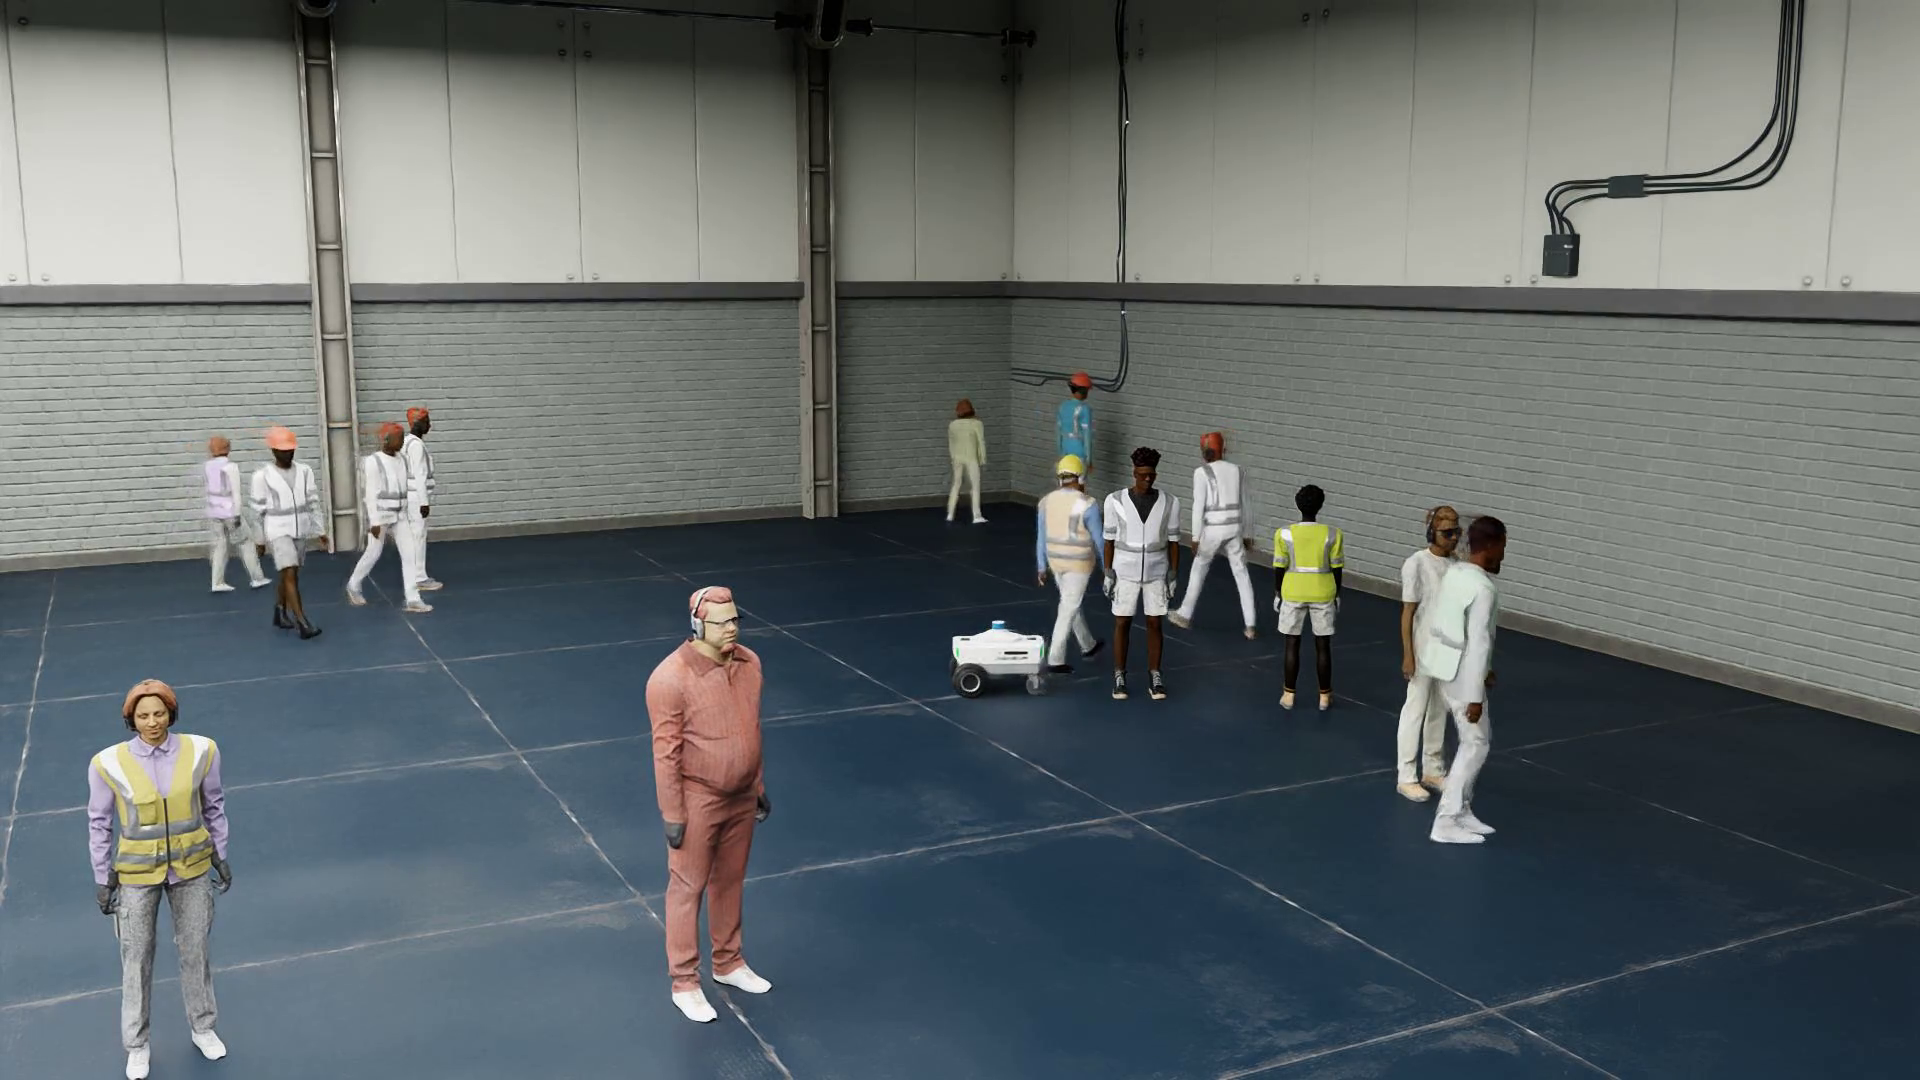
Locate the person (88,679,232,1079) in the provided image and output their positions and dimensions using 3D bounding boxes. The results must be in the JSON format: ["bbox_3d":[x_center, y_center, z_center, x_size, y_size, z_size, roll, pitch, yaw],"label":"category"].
[{"bbox_3d":[-3.266,1.370,6.820,0.523,1.639,0.309,-7,11,-36],"label":"person"}]

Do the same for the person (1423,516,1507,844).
[{"bbox_3d":[2.941,0.805,9.605,0.515,1.881,0.627,0,9,0],"label":"person"}]

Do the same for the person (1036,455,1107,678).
[{"bbox_3d":[0.979,0.198,13.614,0.910,1.773,0.612,-8,12,-42],"label":"person"}]

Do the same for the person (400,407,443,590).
[{"bbox_3d":[-5.579,-0.425,17.132,0.346,1.881,0.578,-5,10,-28],"label":"person"}]

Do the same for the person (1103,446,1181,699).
[{"bbox_3d":[1.391,0.252,12.742,0.603,1.958,0.375,0,9,0],"label":"person"}]

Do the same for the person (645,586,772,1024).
[{"bbox_3d":[-1.074,1.144,7.388,0.401,1.910,0.641,7,12,37],"label":"person"}]

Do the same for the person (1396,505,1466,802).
[{"bbox_3d":[2.951,0.695,10.346,0.515,1.844,0.329,-6,11,-31],"label":"person"}]

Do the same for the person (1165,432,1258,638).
[{"bbox_3d":[2.321,-0.060,15.032,0.680,1.815,0.998,-5,11,-29],"label":"person"}]

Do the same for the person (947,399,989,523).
[{"bbox_3d":[0.088,-1.013,21.605,0.565,1.623,0.380,5,10,27],"label":"person"}]

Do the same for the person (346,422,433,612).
[{"bbox_3d":[-5.578,-0.227,16.062,0.972,1.845,0.594,5,10,26],"label":"person"}]

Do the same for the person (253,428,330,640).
[{"bbox_3d":[-6.030,-0.070,14.969,1.011,1.886,0.551,7,12,37],"label":"person"}]

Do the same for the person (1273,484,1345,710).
[{"bbox_3d":[2.599,0.431,12.428,0.530,1.697,0.321,1,9,8],"label":"person"}]

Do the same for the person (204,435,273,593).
[{"bbox_3d":[-7.403,-0.273,17.006,0.536,1.603,0.678,5,11,30],"label":"person"}]

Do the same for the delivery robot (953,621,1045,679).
[{"bbox_3d":[0.301,0.871,12.937,0.707,0.478,0.477,-1,9,-3],"label":"delivery robot"}]

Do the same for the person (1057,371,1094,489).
[{"bbox_3d":[1.464,-1.079,20.675,0.391,2.040,0.615,-6,11,-32],"label":"person"}]
